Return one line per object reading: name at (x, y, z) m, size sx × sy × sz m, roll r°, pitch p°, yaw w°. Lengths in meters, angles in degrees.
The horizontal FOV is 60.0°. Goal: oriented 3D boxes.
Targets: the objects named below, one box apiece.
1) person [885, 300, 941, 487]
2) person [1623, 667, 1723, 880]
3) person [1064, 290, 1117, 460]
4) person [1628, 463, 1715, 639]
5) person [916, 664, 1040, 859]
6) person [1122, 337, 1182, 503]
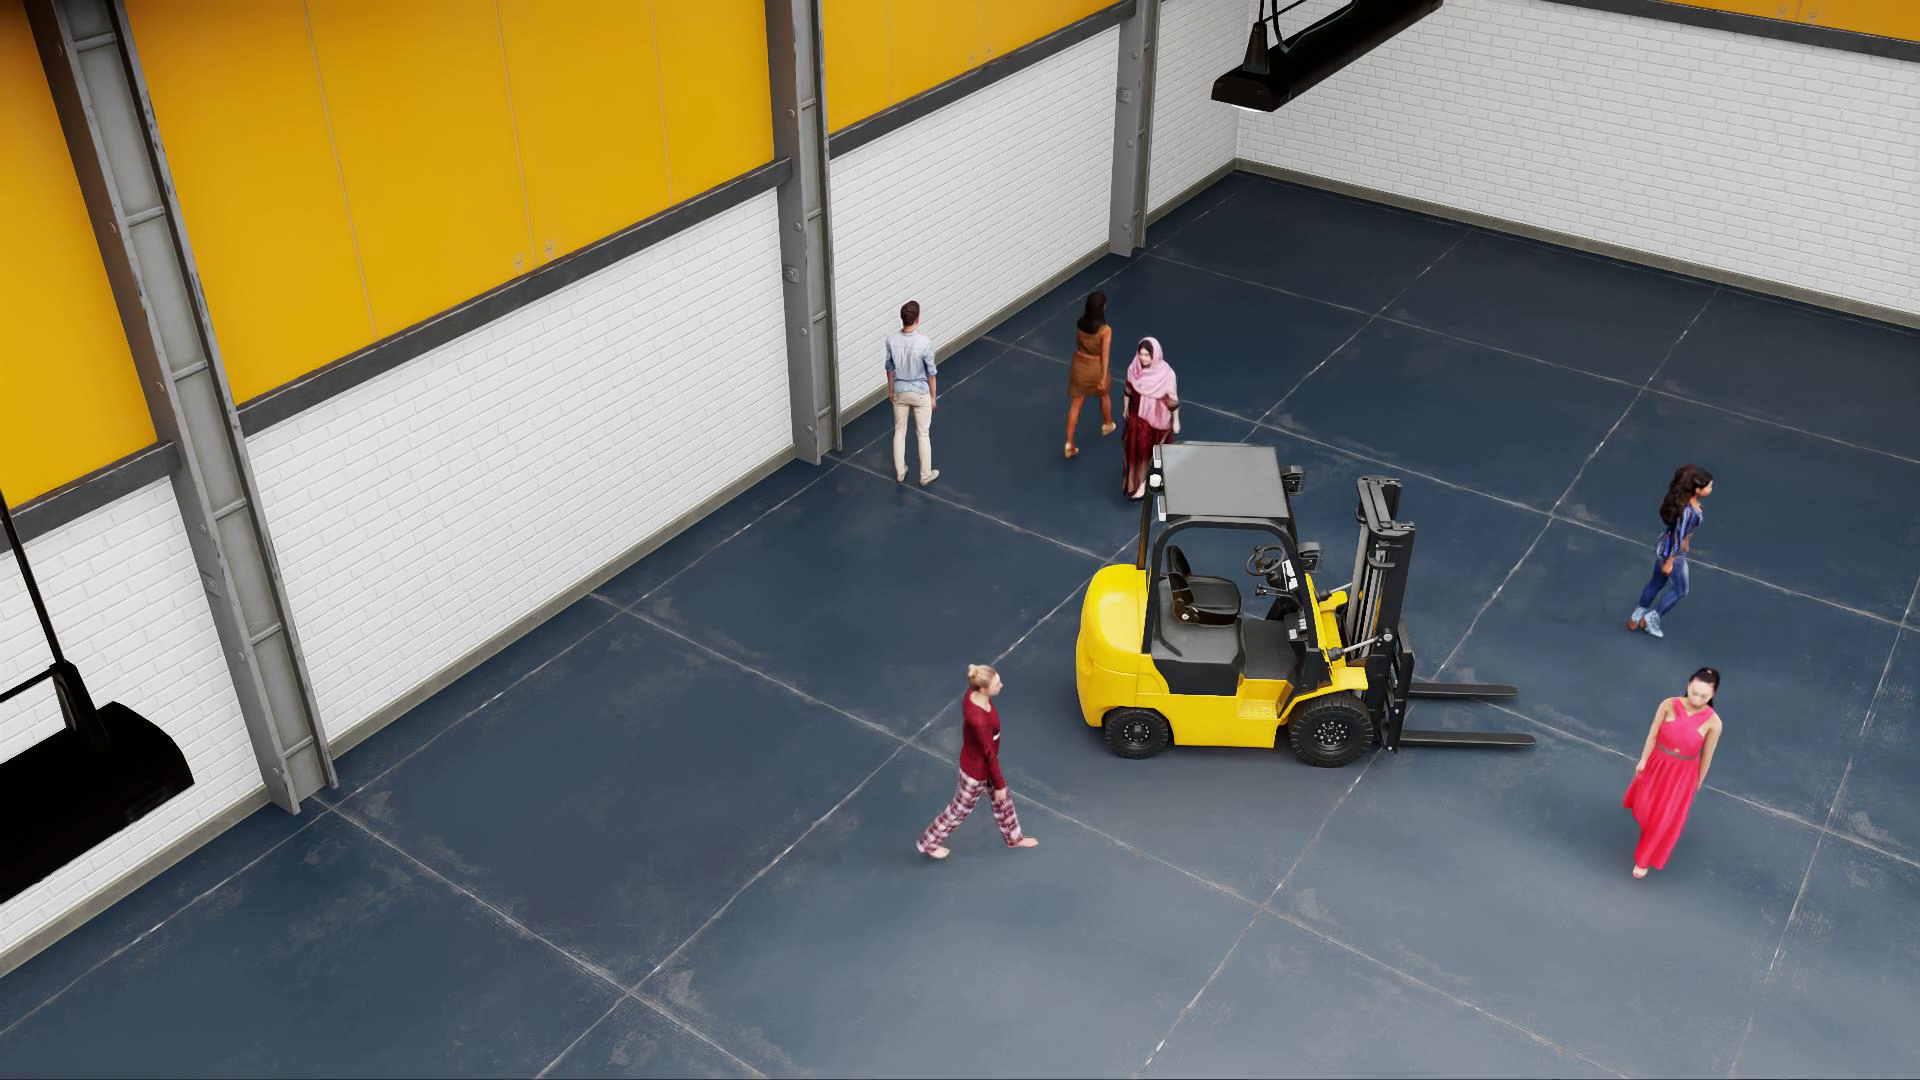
person at (-0.451, -1.362, 15.436) m, size 0.708 × 1.848 × 0.652 m, roll 11°, pitch 35°, yaw 16°
person at (4.815, 1.519, 11.226) m, size 0.602 × 1.710 × 0.866 m, roll 22°, pitch 40°, yaw 30°
person at (1.184, -1.546, 15.902) m, size 0.567 × 1.638 × 1.030 m, roll 20°, pitch 39°, yaw 27°
person at (5.684, 0.091, 13.466) m, size 0.756 × 1.607 × 0.618 m, roll 12°, pitch 36°, yaw 18°
person at (0.040, 1.539, 11.250) m, size 1.104 × 1.650 × 1.116 m, roll -1°, pitch 34°, yaw -1°
person at (1.764, -1.183, 15.385) m, size 0.905 × 1.606 × 1.099 m, roll 9°, pitch 35°, yaw 13°
